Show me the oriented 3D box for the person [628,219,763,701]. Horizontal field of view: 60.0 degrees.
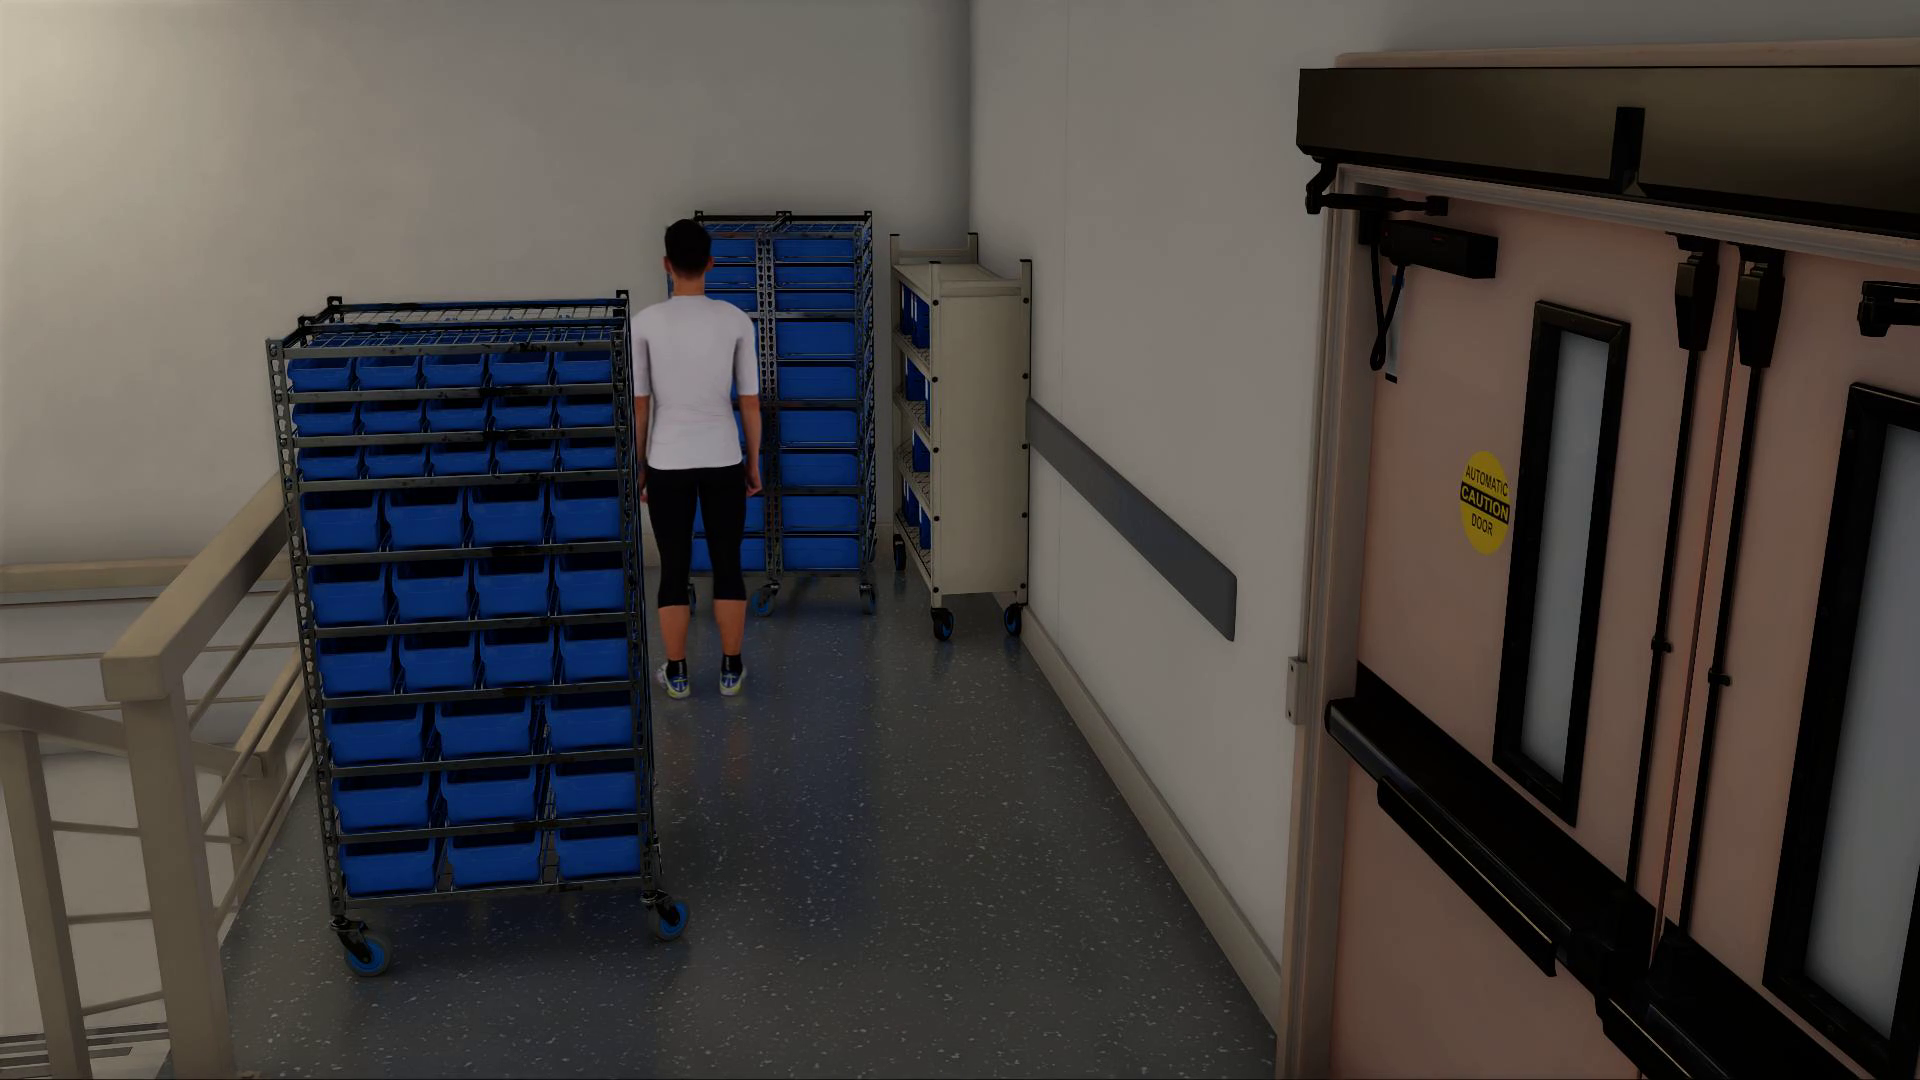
[{"bbox_3d":[-1.015,-0.300,6.407,0.659,1.848,0.543,-3,16,-12],"label":"person"}]
